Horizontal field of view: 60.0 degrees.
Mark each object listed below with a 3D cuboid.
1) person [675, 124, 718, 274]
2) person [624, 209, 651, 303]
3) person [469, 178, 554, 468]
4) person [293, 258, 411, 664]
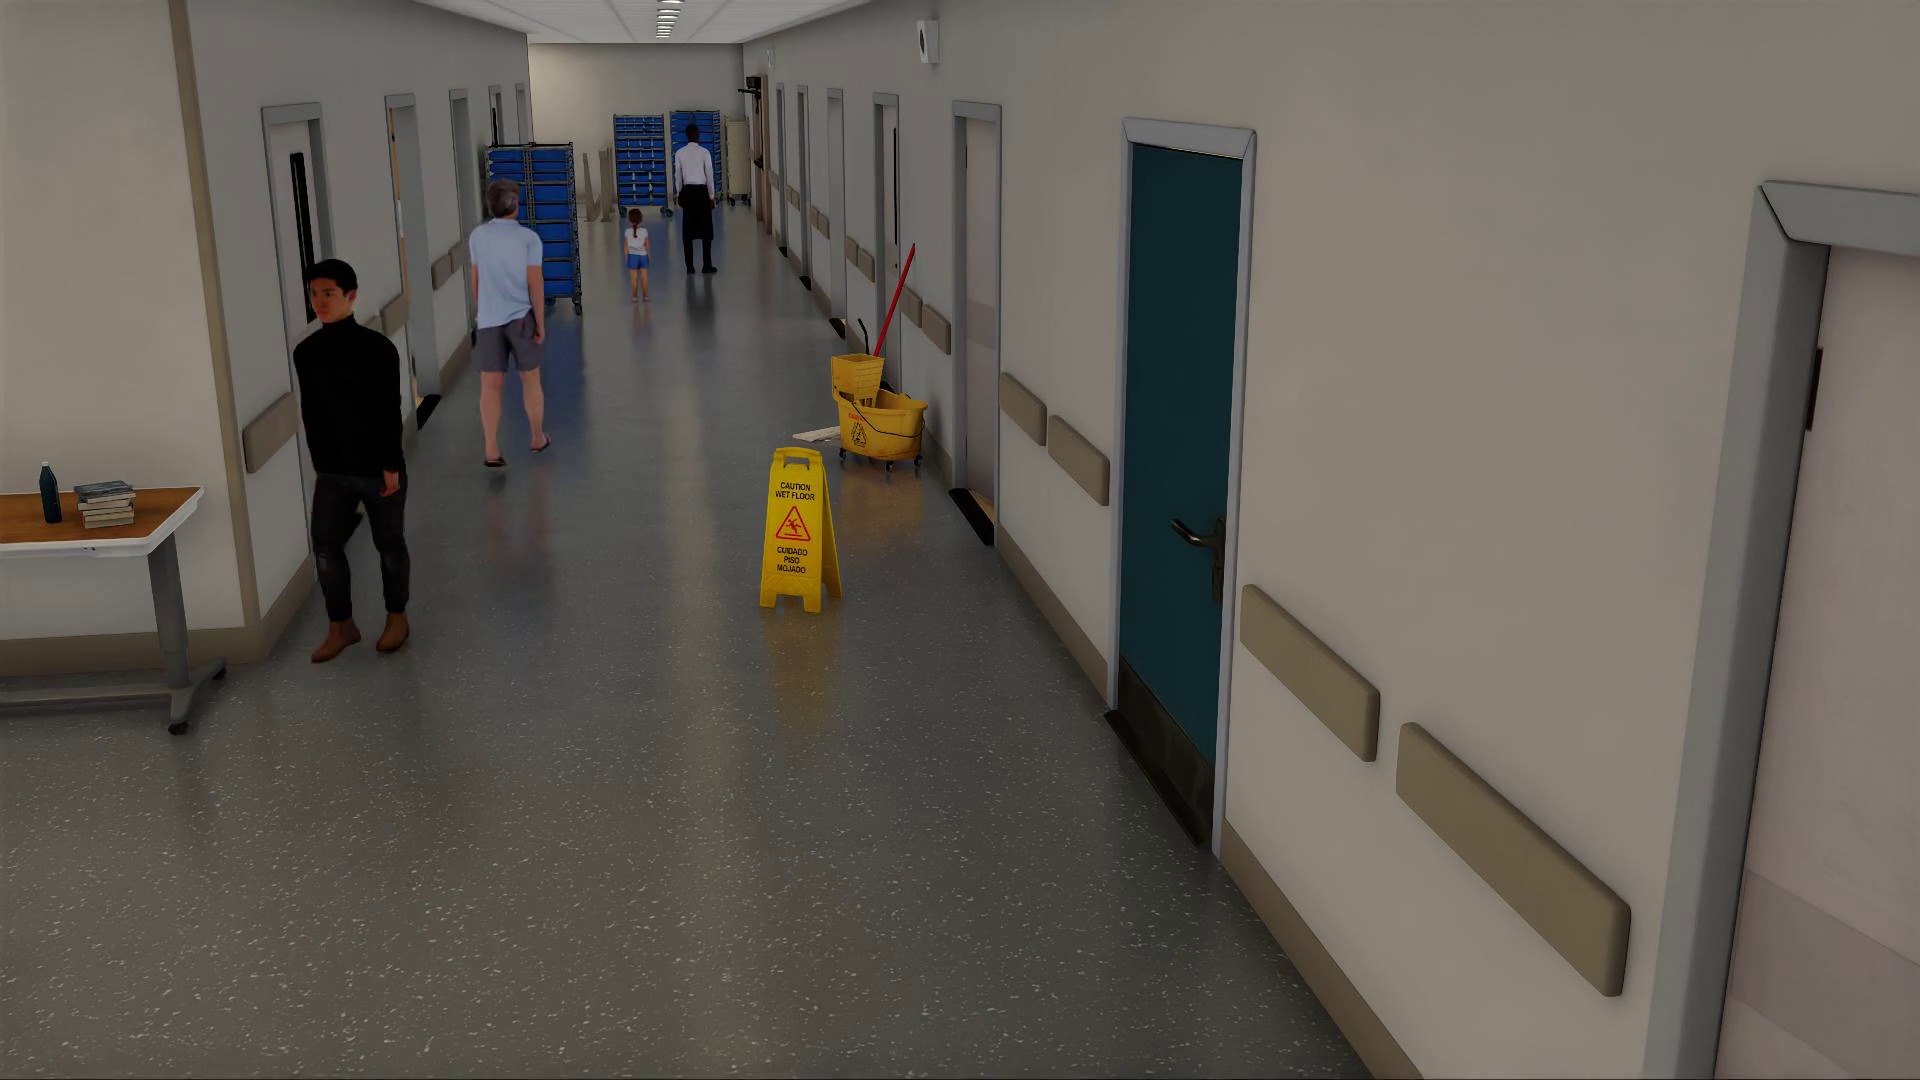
[{"bbox_3d":[-3.330,-4.293,20.930,0.698,1.836,0.642,2,16,7],"label":"person"},{"bbox_3d":[-3.558,-3.142,18.353,0.423,1.019,0.445,-3,16,-12],"label":"person"},{"bbox_3d":[-2.896,-1.329,10.495,0.782,1.793,1.192,0,16,0],"label":"person"},{"bbox_3d":[-2.567,-0.359,7.212,0.761,1.708,0.831,2,16,6],"label":"person"}]
